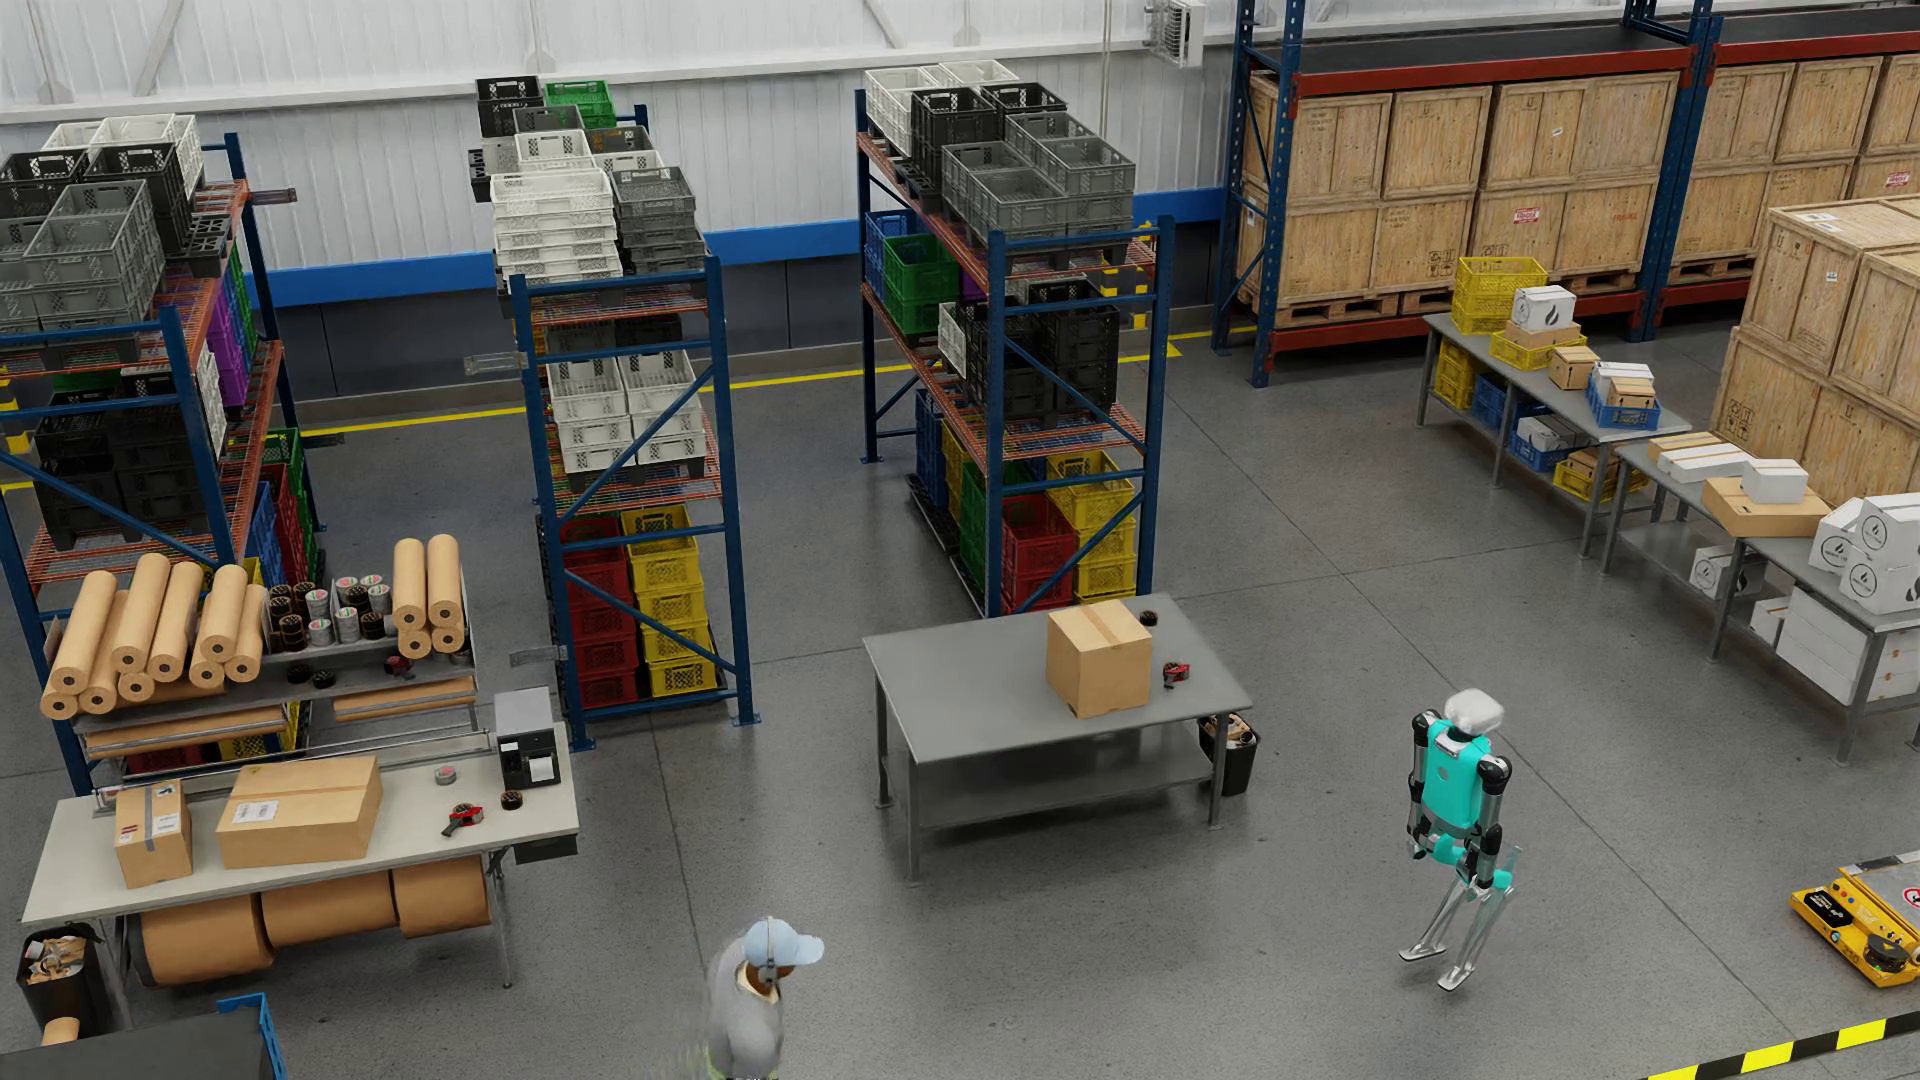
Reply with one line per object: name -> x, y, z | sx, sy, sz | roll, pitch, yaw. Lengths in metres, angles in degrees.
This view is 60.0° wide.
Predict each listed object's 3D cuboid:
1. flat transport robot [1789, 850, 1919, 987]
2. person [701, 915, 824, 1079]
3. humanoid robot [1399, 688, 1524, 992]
flat transport robot -> 5.163, 1.916, 8.676 | 1.431, 0.231, 0.659 | -8, 30, -14
person -> -0.852, 2.192, 6.560 | 0.680, 1.818, 0.598 | -7, 30, -13
humanoid robot -> 2.483, 1.396, 7.964 | 0.735, 1.671, 0.533 | -17, 33, -28
